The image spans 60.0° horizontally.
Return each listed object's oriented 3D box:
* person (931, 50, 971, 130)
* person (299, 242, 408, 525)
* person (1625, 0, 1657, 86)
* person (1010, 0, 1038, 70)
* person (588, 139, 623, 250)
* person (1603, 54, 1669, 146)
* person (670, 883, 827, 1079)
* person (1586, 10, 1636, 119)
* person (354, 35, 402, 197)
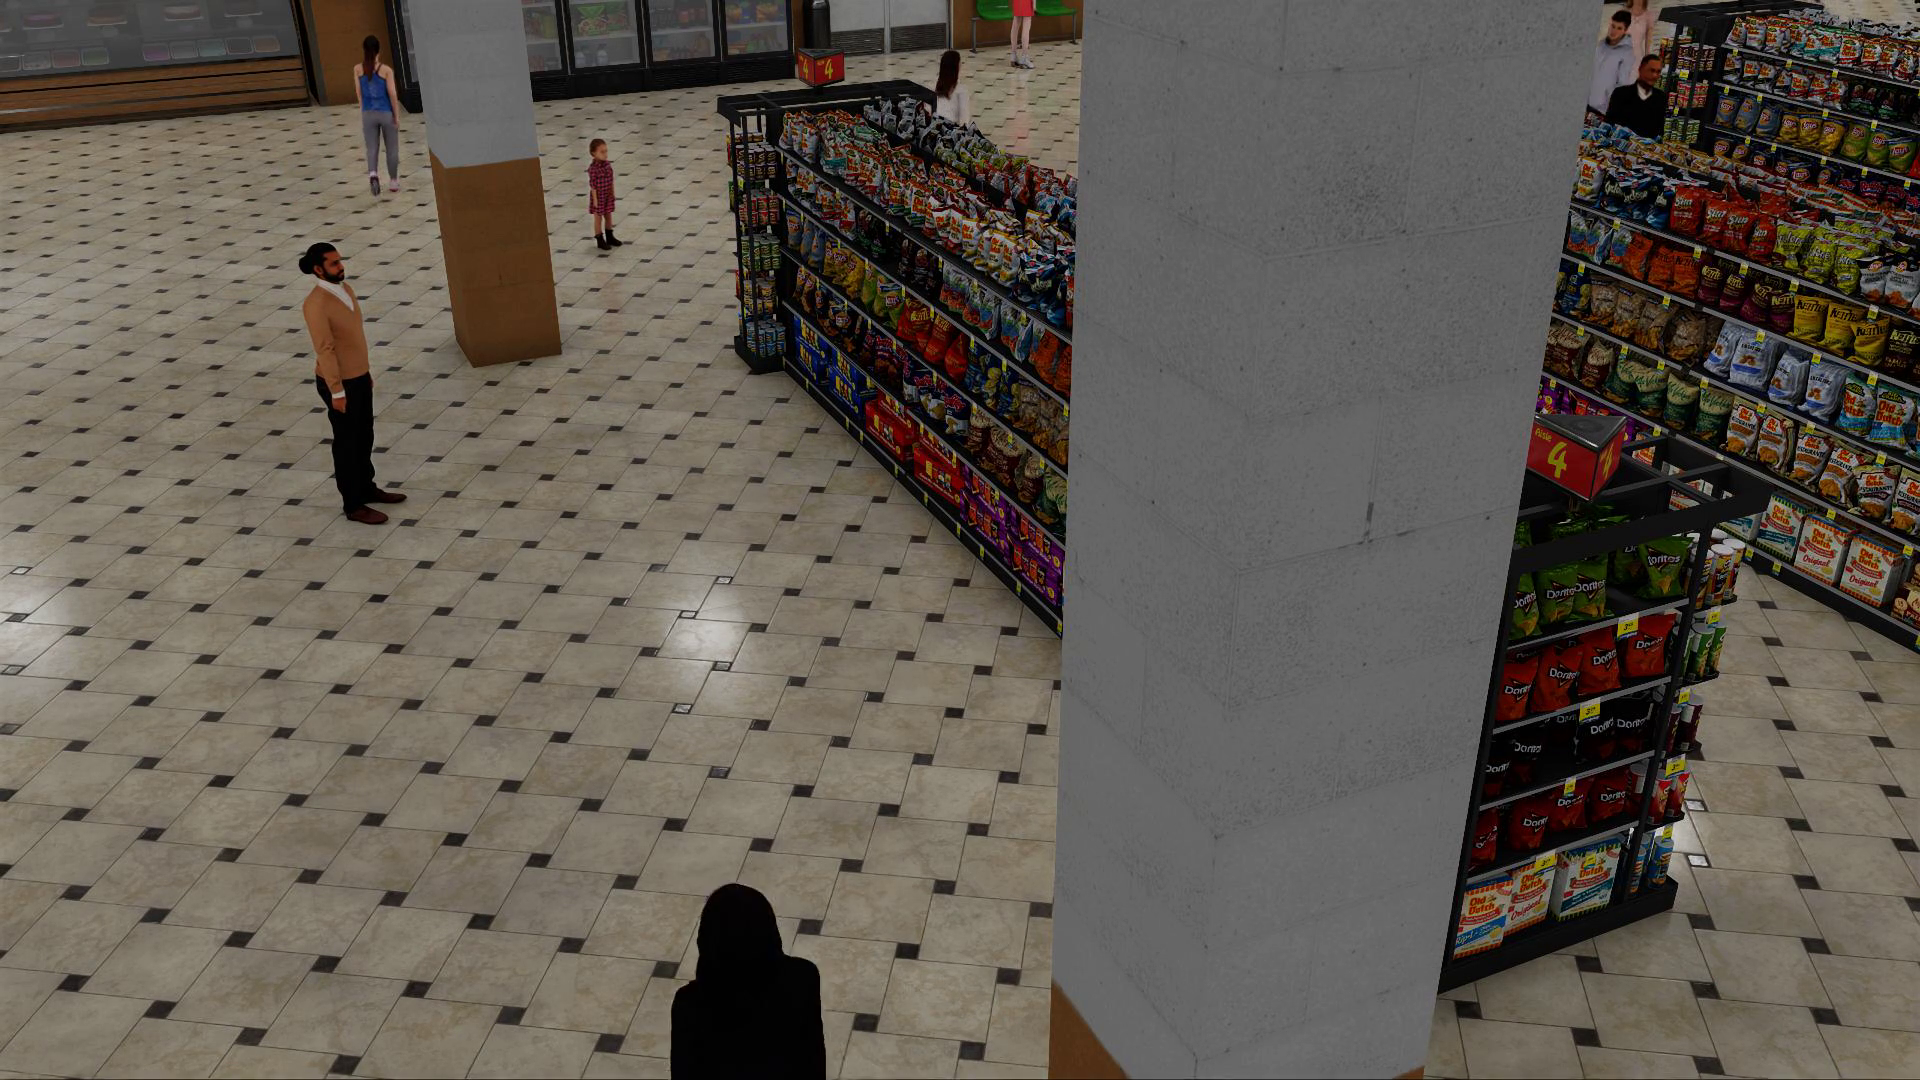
[{"bbox_3d":[-0.133,-3.784,15.854,0.956,1.670,0.957,16,31,29],"label":"person"},{"bbox_3d":[-3.775,-0.974,10.219,0.811,1.755,0.694,1,27,2],"label":"person"},{"bbox_3d":[7.561,-5.357,18.807,1.045,1.805,1.063,11,29,21],"label":"person"},{"bbox_3d":[0.866,-7.453,22.918,0.699,1.826,0.510,-18,32,-31],"label":"person"},{"bbox_3d":[-3.326,-3.229,15.478,0.529,1.020,0.489,19,32,32],"label":"person"},{"bbox_3d":[5.882,-3.349,14.744,0.980,1.898,1.059,2,27,3],"label":"person"},{"bbox_3d":[-0.596,1.773,4.988,0.745,1.588,1.095,-17,31,-30],"label":"person"},{"bbox_3d":[6.535,-4.369,16.747,0.814,1.906,0.627,-14,30,-26],"label":"person"},{"bbox_3d":[-5.939,-4.286,16.930,0.770,1.592,1.039,-3,27,-5],"label":"person"}]
